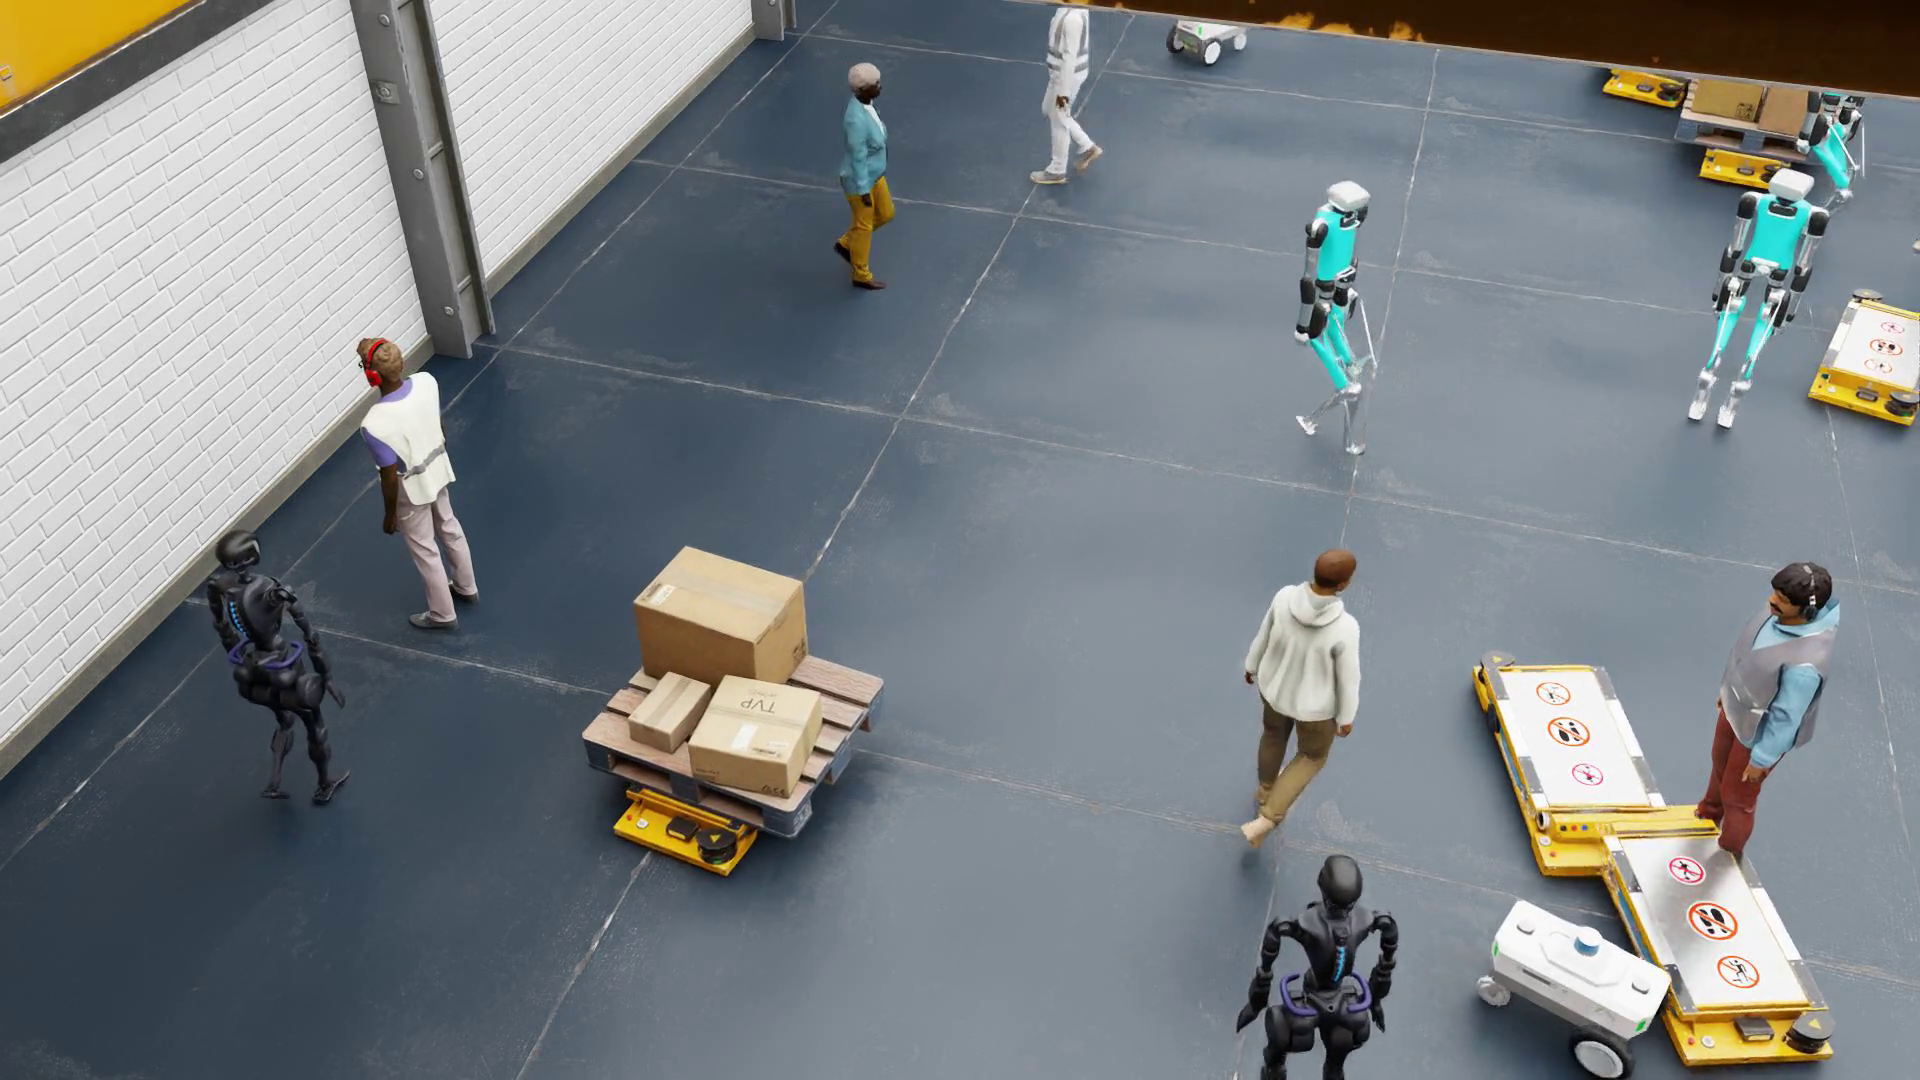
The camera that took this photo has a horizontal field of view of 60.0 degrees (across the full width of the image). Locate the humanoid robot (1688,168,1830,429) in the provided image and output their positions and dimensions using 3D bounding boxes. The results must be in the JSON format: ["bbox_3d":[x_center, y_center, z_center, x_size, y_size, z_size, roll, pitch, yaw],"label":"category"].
[{"bbox_3d":[5.008,-1.455,10.587,0.544,1.734,0.686,24,45,27],"label":"humanoid robot"}]

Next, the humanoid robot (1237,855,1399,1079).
[{"bbox_3d":[1.416,1.857,6.574,0.600,1.646,0.339,-3,39,-4],"label":"humanoid robot"}]

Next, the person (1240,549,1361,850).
[{"bbox_3d":[1.567,0.770,7.878,0.610,1.745,0.621,30,47,32],"label":"person"}]

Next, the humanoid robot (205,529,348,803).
[{"bbox_3d":[-3.319,0.674,8.035,0.590,1.645,0.453,8,40,10],"label":"humanoid robot"}]

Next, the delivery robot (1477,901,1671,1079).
[{"bbox_3d":[2.735,1.949,7.352,0.781,0.595,0.499,25,45,28],"label":"delivery robot"}]

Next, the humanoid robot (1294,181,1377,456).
[{"bbox_3d":[2.506,-1.322,10.543,0.773,1.850,0.555,31,48,33],"label":"humanoid robot"}]

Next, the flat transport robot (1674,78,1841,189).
[{"bbox_3d":[6.772,-3.405,14.240,0.659,0.231,1.431,16,42,19],"label":"flat transport robot"}]

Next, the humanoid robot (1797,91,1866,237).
[{"bbox_3d":[6.711,-3.030,12.607,0.545,1.791,0.742,-15,41,-18],"label":"humanoid robot"}]

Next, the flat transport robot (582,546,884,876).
[{"bbox_3d":[-1.129,1.093,8.645,0.659,0.231,1.431,16,42,19],"label":"flat transport robot"}]

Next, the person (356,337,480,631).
[{"bbox_3d":[-2.961,-0.289,9.106,0.375,1.843,0.571,12,40,15],"label":"person"}]

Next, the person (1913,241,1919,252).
[{"bbox_3d":[7.577,-2.788,12.337,0.476,1.677,0.534,-3,39,-4],"label":"person"}]

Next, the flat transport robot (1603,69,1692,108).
[{"bbox_3d":[6.544,-4.413,15.494,0.659,0.231,1.431,23,44,26],"label":"flat transport robot"}]

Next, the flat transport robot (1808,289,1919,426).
[{"bbox_3d":[6.435,-1.291,11.610,0.659,0.231,1.431,22,44,25],"label":"flat transport robot"}]

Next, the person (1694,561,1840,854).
[{"bbox_3d":[3.686,0.846,7.676,0.413,1.872,0.540,4,39,5],"label":"person"}]

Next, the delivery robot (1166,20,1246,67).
[{"bbox_3d":[2.396,-4.901,15.853,0.750,0.570,0.499,-28,47,-30],"label":"delivery robot"}]

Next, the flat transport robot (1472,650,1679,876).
[{"bbox_3d":[3.157,1.128,8.601,0.659,0.231,1.431,0,39,0],"label":"flat transport robot"}]

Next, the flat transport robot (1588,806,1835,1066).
[{"bbox_3d":[3.454,1.786,7.782,0.659,0.231,1.431,-2,39,-2],"label":"flat transport robot"}]

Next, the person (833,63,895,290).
[{"bbox_3d":[-0.698,-2.618,12.081,0.428,1.744,0.529,7,39,8],"label":"person"}]

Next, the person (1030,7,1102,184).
[{"bbox_3d":[0.865,-3.735,13.370,0.484,1.873,0.602,1,39,2],"label":"person"}]
